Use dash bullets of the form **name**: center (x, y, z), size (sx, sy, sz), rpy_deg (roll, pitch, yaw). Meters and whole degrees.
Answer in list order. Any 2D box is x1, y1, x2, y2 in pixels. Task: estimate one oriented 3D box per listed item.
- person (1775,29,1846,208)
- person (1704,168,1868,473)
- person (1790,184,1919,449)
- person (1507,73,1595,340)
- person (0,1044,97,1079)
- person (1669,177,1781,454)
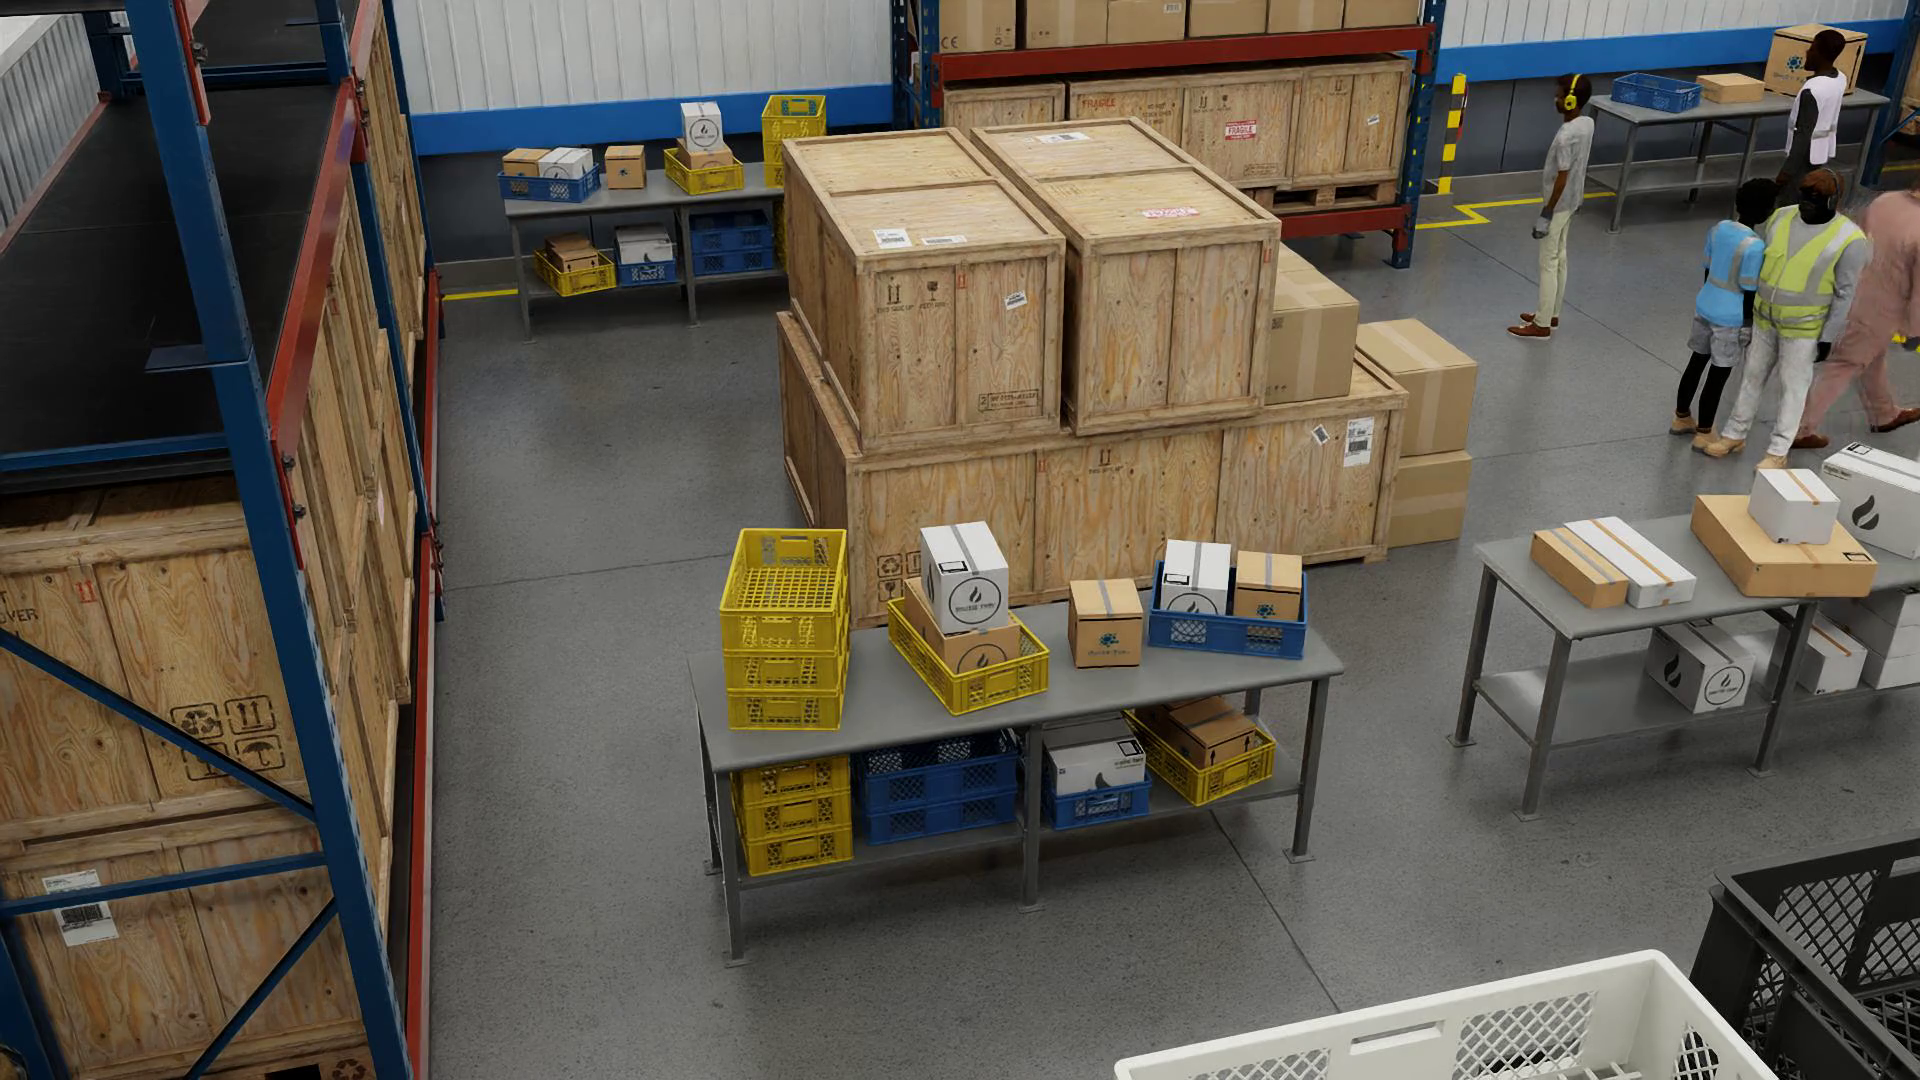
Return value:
- **person**: center (6.416, -2.897, 12.650), size (0.391, 1.922, 0.591), rpy_deg (23, 36, 35)
- **person**: center (4.868, -1.281, 9.796), size (0.430, 1.845, 0.619), rpy_deg (-17, 33, -28)
- **person**: center (5.616, -1.399, 10.017), size (1.021, 1.840, 0.702), rpy_deg (-1, 29, -2)
- **person**: center (4.177, -2.332, 11.675), size (0.328, 1.873, 0.520), rpy_deg (19, 34, 31)
- **person**: center (-2.131, 1.897, 3.940), size (0.374, 1.933, 0.625), rpy_deg (24, 37, 36)
- **person**: center (4.651, -1.360, 10.098), size (0.320, 1.687, 0.531), rpy_deg (-3, 29, -6)
